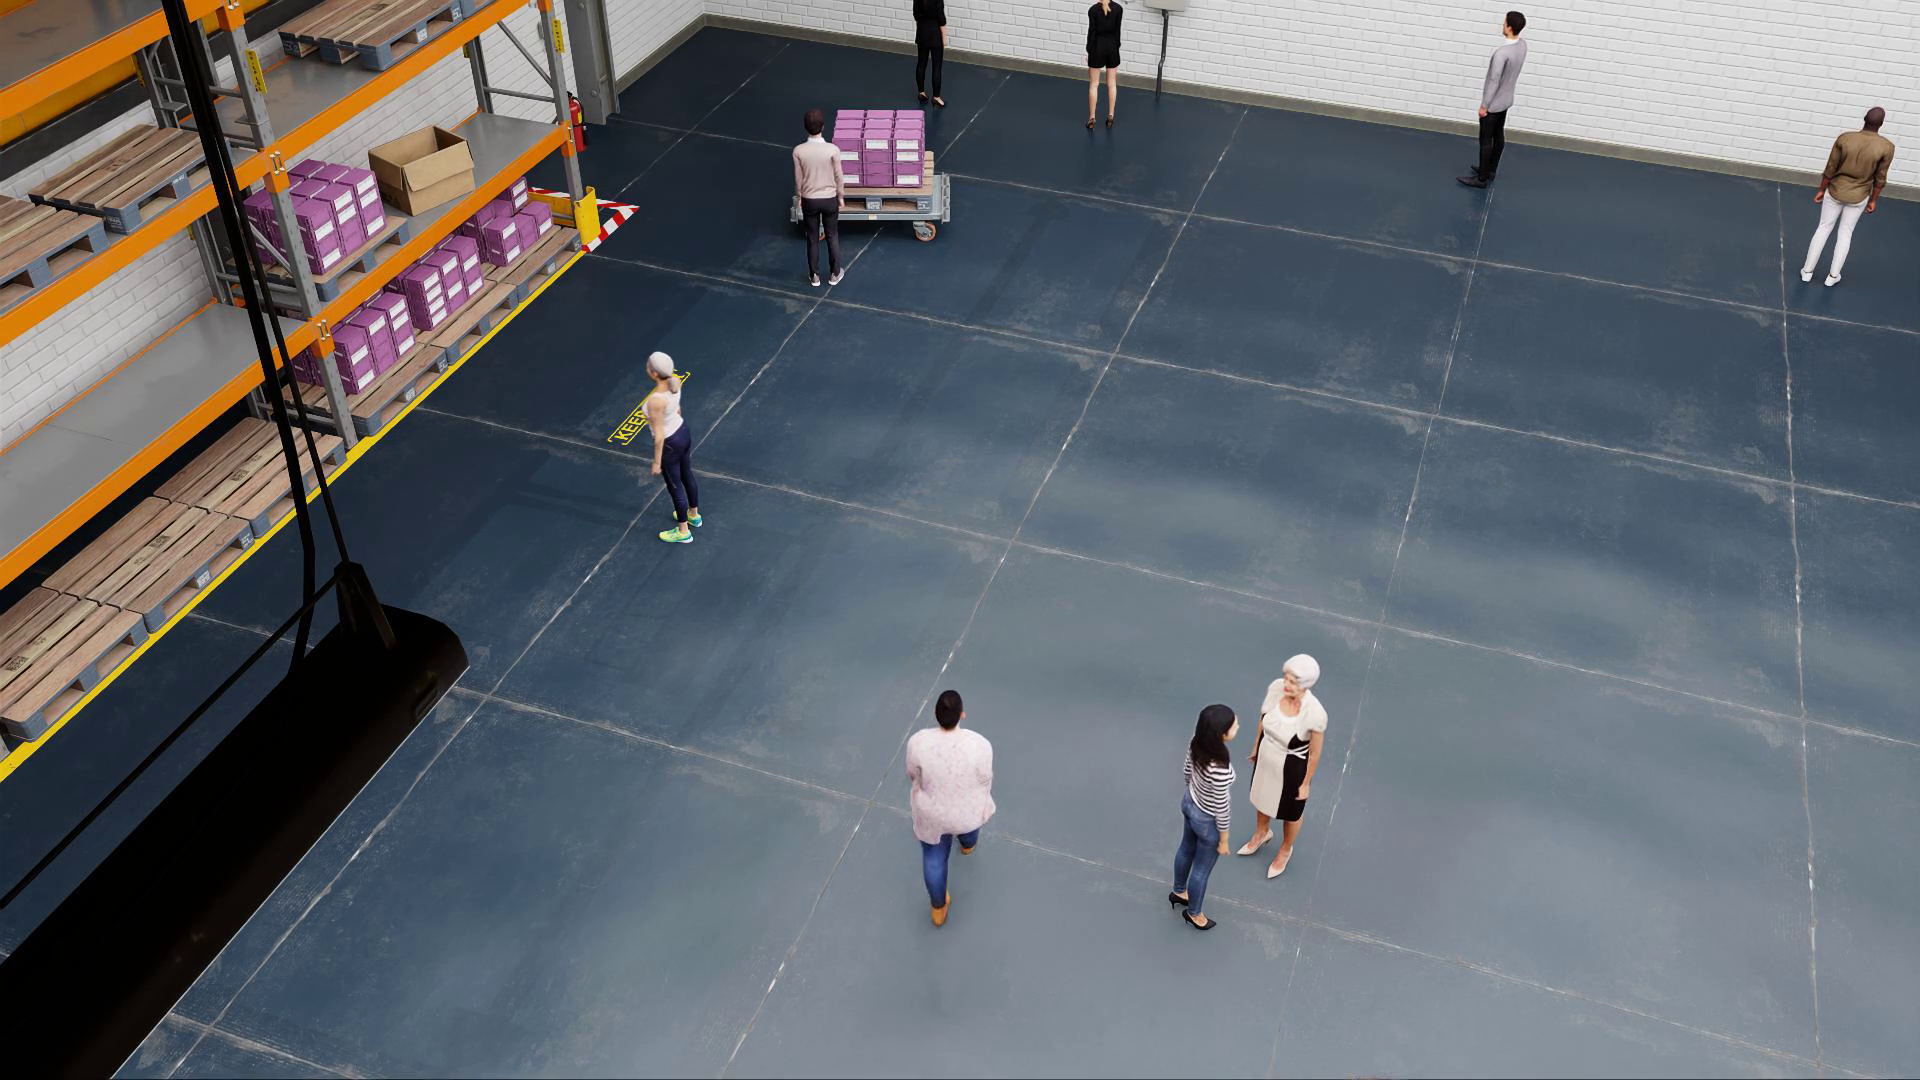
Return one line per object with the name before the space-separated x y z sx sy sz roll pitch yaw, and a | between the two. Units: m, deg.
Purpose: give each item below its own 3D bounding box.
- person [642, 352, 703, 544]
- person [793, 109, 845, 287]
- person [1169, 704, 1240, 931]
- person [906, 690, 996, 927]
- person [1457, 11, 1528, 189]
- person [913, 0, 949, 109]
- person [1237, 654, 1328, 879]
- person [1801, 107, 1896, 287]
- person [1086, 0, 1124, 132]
person | -2.246 -0.735 13.022 0.658 1.702 0.474 11 40 13
person | -1.366 -3.323 16.177 0.695 1.810 0.672 0 39 0
person | 1.461 1.658 9.951 0.714 1.796 0.625 -12 40 -14
person | -0.084 1.643 10.043 0.849 1.704 1.129 5 39 6
person | 5.773 -4.724 17.841 0.890 1.922 0.710 29 47 31
person | -0.357 -5.910 19.534 0.668 1.662 0.655 26 45 29
person | 2.017 1.390 10.318 0.710 1.756 0.708 -26 46 -29
person | 8.637 -3.351 16.199 0.764 1.825 0.620 20 43 23
person | 1.631 -5.552 19.001 0.646 1.769 0.672 -9 39 -11
